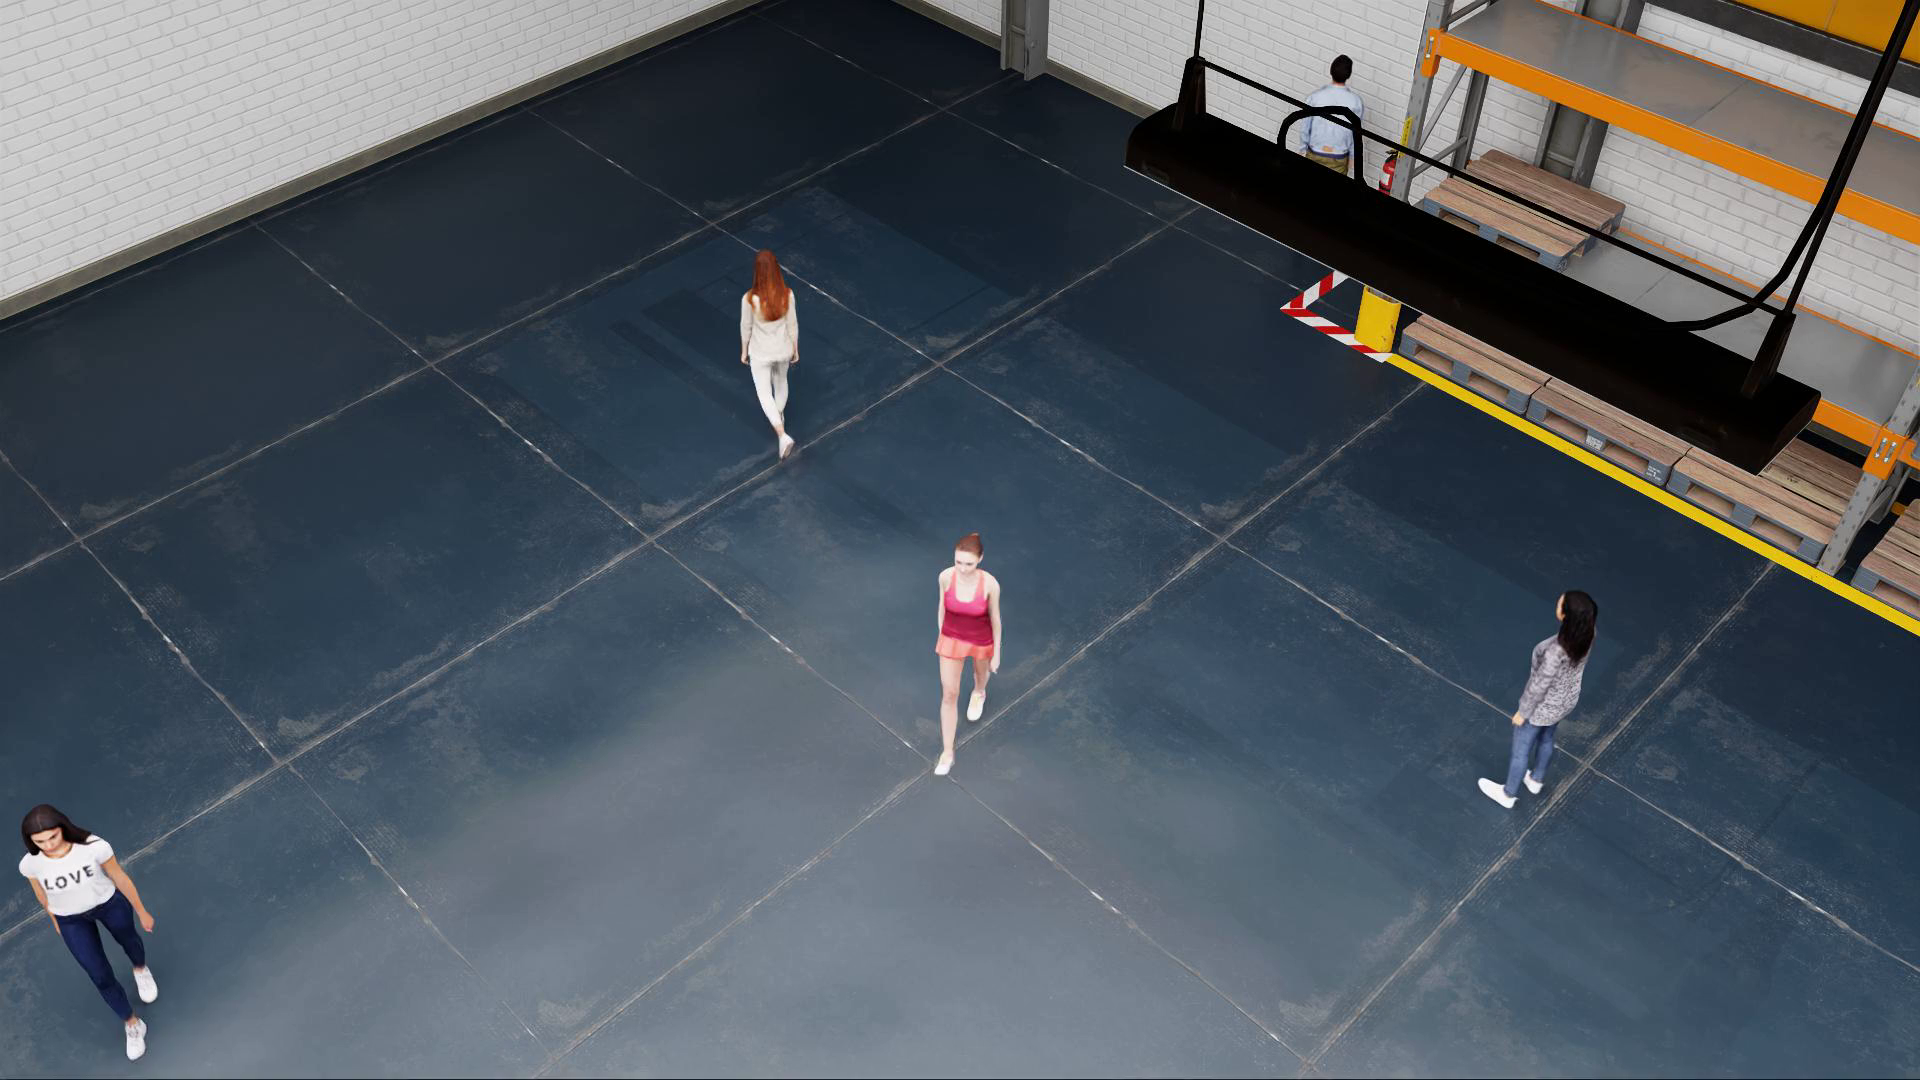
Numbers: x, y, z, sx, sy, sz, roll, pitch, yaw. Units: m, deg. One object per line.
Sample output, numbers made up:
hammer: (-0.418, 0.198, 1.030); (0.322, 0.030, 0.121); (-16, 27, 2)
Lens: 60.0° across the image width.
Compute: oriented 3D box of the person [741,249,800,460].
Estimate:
person: (-1.407, -1.377, 12.544); (0.847, 1.695, 1.093); (-15, 46, -15)

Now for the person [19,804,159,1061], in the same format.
person: (-4.688, 1.956, 9.002); (0.803, 1.755, 0.976); (-19, 47, -19)

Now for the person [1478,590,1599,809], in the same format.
person: (3.562, 0.971, 10.053); (0.644, 1.732, 0.579); (-27, 50, -26)

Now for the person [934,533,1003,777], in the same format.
person: (0.079, 0.580, 10.476); (1.094, 1.713, 1.032); (8, 44, 8)

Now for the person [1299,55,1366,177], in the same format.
person: (3.224, -3.389, 14.571); (0.710, 1.812, 0.822); (8, 44, 8)
